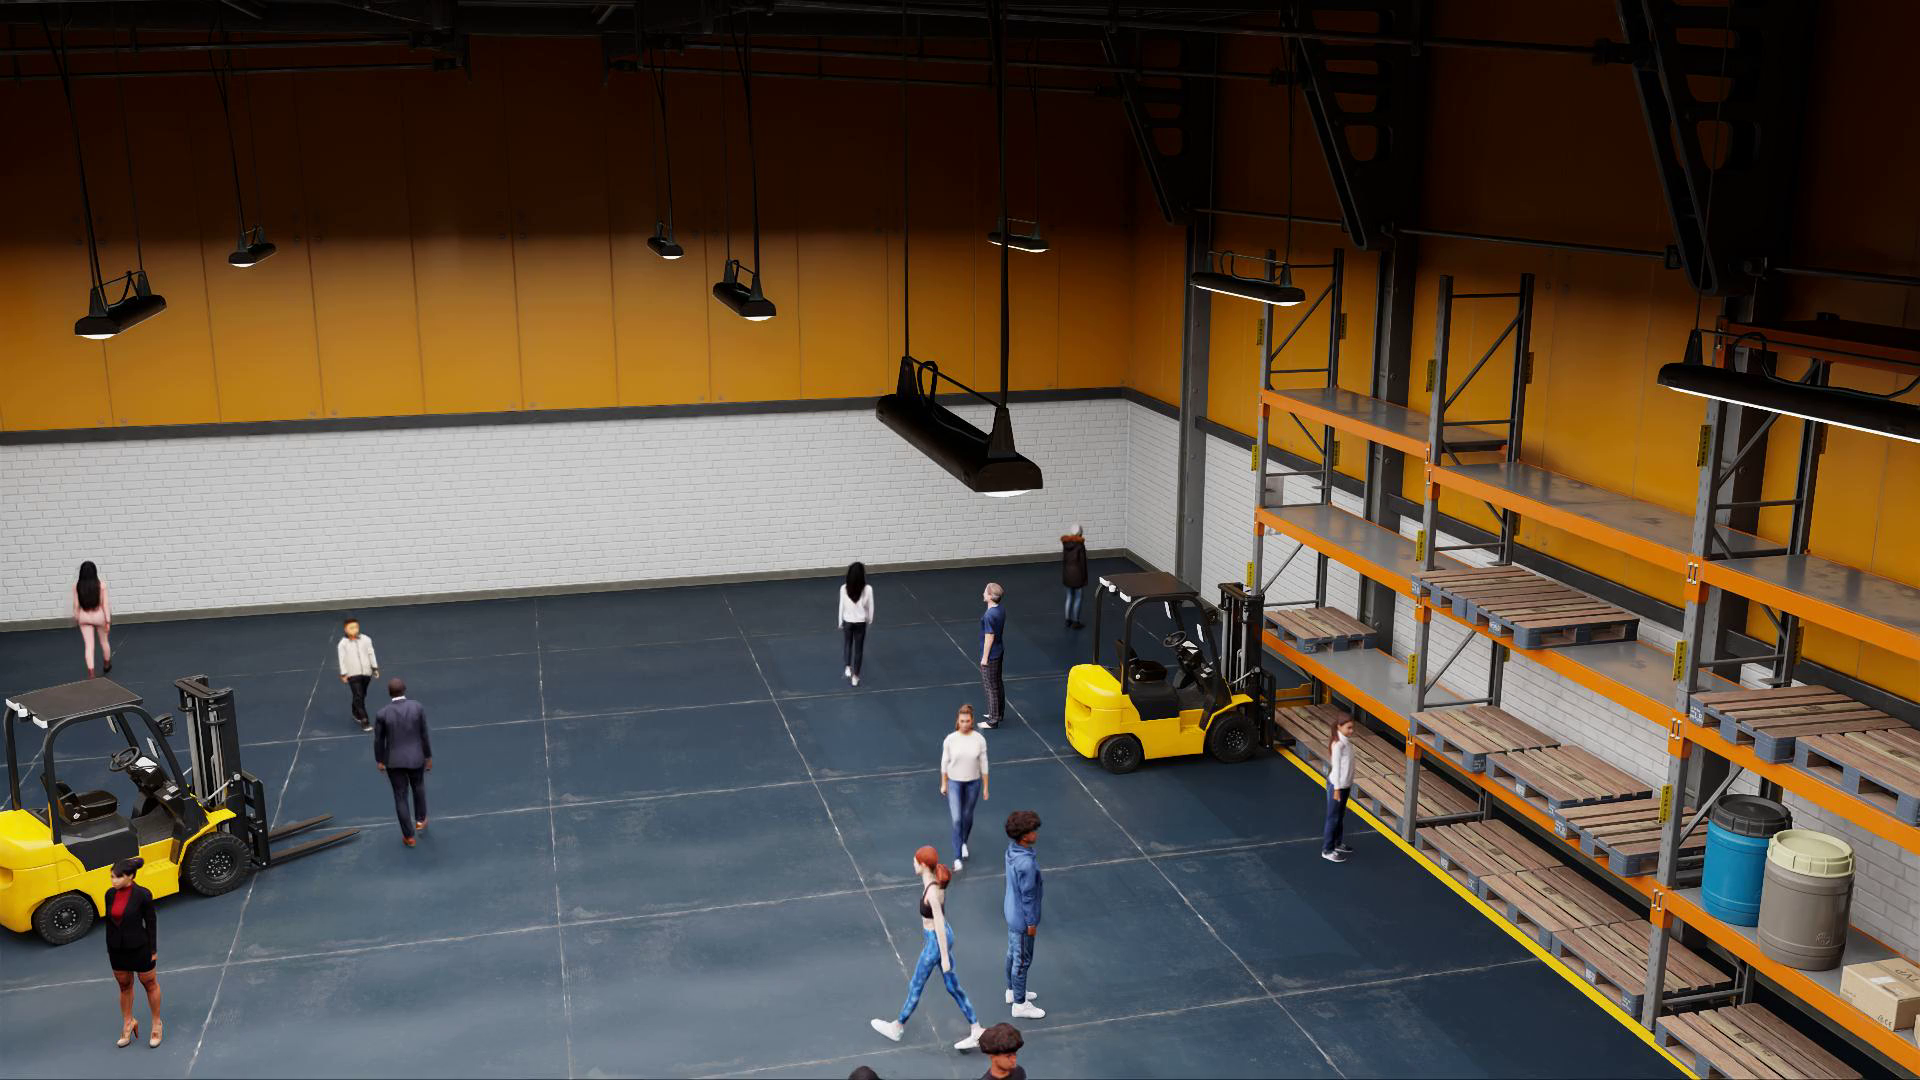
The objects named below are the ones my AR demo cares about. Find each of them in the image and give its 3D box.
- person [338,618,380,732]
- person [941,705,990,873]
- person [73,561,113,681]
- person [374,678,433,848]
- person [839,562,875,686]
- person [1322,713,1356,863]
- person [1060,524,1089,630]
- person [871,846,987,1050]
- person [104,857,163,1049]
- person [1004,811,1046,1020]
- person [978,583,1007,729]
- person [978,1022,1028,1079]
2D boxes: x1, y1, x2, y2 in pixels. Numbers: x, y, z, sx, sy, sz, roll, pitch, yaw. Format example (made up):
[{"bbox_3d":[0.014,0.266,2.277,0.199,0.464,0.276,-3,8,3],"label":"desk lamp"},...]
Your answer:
[{"bbox_3d":[-7.681,1.672,21.157,0.887,1.433,1.045,-13,19,-43],"label":"person"},{"bbox_3d":[0.037,2.516,17.138,0.749,1.684,1.085,-1,14,-5],"label":"person"},{"bbox_3d":[-11.865,1.170,22.722,0.673,1.674,1.164,-4,14,-17],"label":"person"},{"bbox_3d":[-5.841,2.361,17.526,0.791,1.803,0.953,-6,15,-22],"label":"person"},{"bbox_3d":[-1.434,1.163,22.737,0.764,1.679,0.879,0,14,2],"label":"person"},{"bbox_3d":[3.942,2.541,17.309,0.684,1.556,0.627,8,16,30],"label":"person"},{"bbox_3d":[1.742,0.558,25.346,0.781,1.629,0.677,-13,19,-43],"label":"person"},{"bbox_3d":[-0.089,3.372,13.523,0.964,1.721,1.206,0,14,0],"label":"person"},{"bbox_3d":[-6.797,3.384,13.649,0.650,1.640,0.703,1,14,3],"label":"person"},{"bbox_3d":[0.533,3.165,14.197,0.755,1.807,0.518,-2,14,-9],"label":"person"},{"bbox_3d":[0.415,1.450,21.142,0.800,1.872,0.689,5,14,18],"label":"person"},{"bbox_3d":[0.192,3.969,10.929,0.821,1.782,0.775,13,19,43],"label":"person"}]
